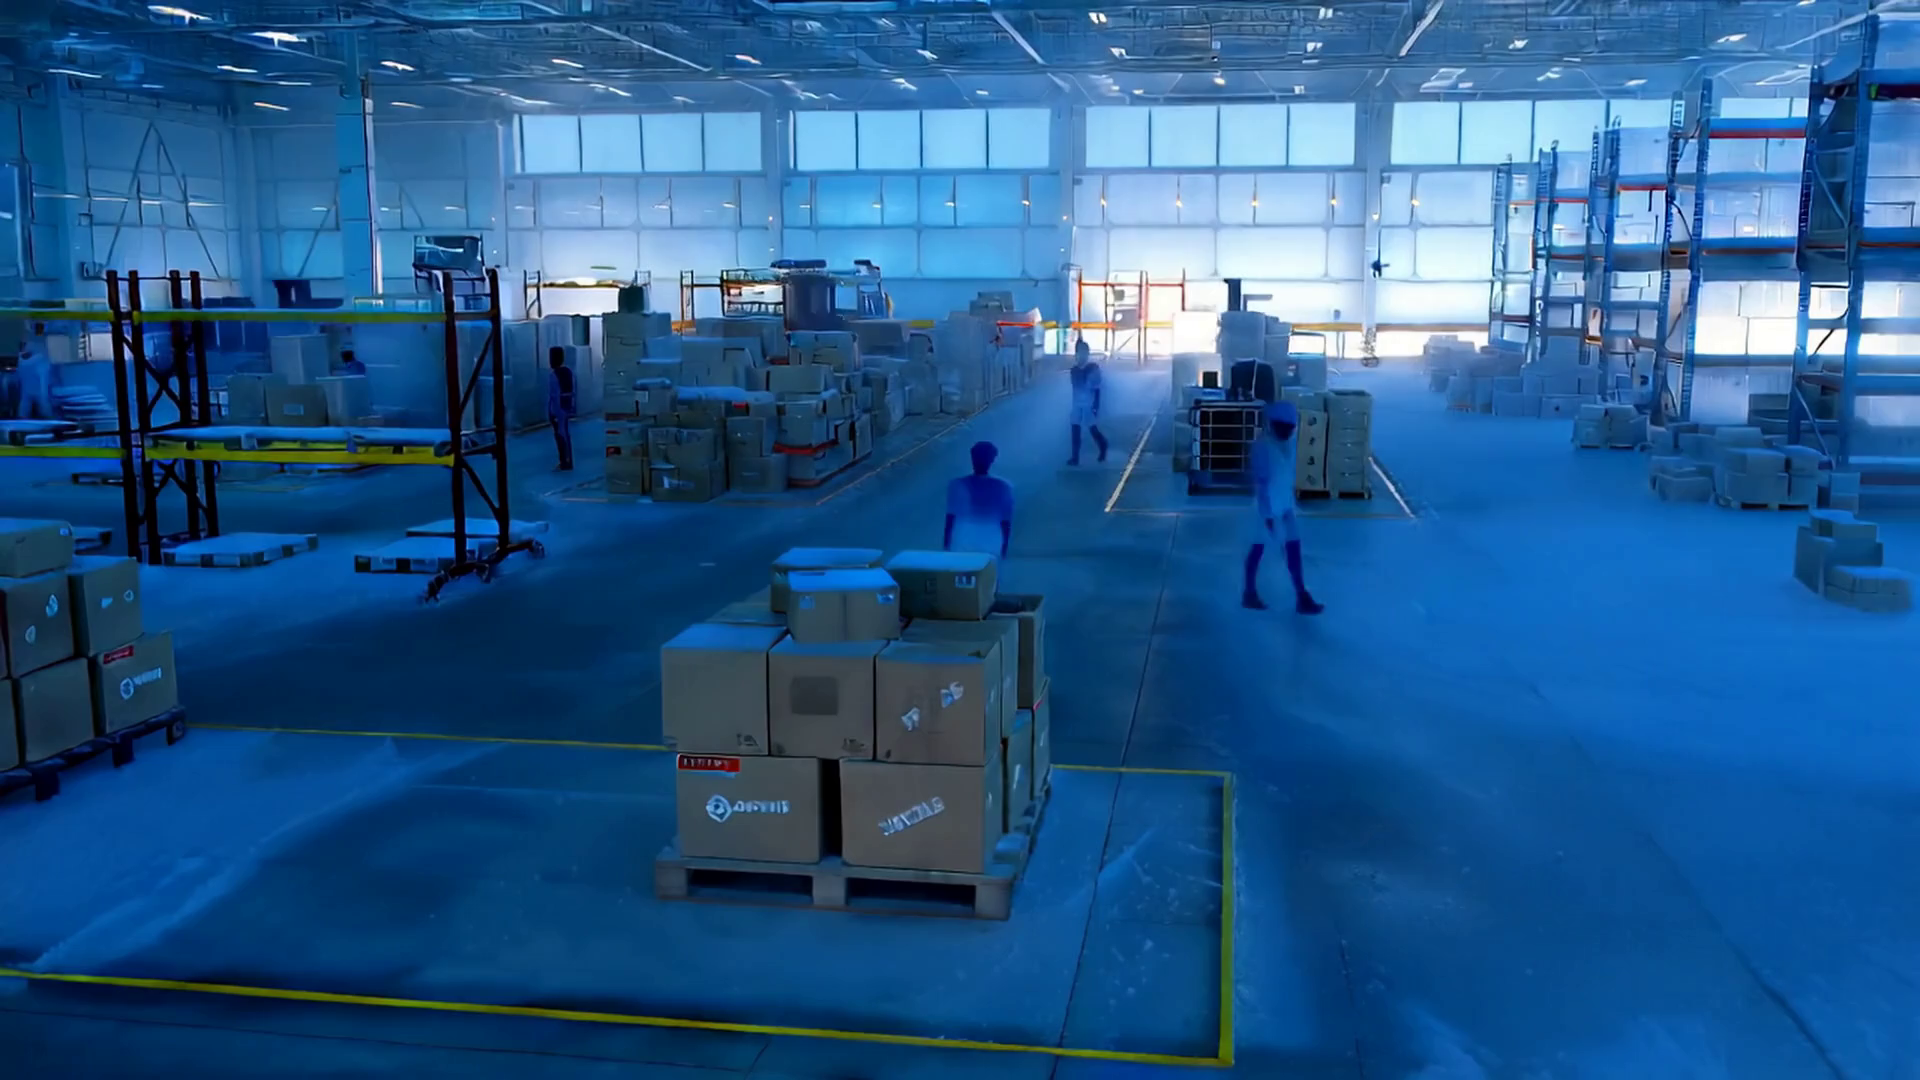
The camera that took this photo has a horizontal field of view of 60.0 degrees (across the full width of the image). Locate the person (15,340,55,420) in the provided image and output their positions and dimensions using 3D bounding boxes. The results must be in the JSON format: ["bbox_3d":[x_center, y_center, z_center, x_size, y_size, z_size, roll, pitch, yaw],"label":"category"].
[{"bbox_3d":[-15.482,-2.394,27.755,0.652,1.881,1.038,2,9,11],"label":"person"}]

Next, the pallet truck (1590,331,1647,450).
[{"bbox_3d":[11.253,-2.573,28.499,0.823,1.965,1.885,5,10,27],"label":"pallet truck"}]

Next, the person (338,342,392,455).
[{"bbox_3d":[-9.648,-2.265,26.982,0.914,1.897,0.559,1,9,8],"label":"person"}]

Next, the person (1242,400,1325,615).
[{"bbox_3d":[2.838,-0.269,14.601,0.557,1.892,0.944,-5,11,-30],"label":"person"}]

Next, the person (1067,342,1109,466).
[{"bbox_3d":[1.999,-2.126,25.957,0.603,1.939,0.841,7,12,39],"label":"person"}]

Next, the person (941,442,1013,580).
[{"bbox_3d":[0.106,0.046,13.383,0.643,1.666,0.415,-3,10,-15],"label":"person"}]

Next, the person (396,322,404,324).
[{"bbox_3d":[-15.265,-5.267,45.453,0.356,1.887,0.572,1,9,6],"label":"person"}]

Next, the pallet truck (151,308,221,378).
[{"bbox_3d":[-21.869,-5.598,47.154,0.823,1.965,1.885,4,10,26],"label":"pallet truck"}]

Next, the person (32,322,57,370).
[{"bbox_3d":[-20.222,-3.879,36.878,0.958,1.892,0.630,-6,11,-33],"label":"person"}]

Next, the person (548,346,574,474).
[{"bbox_3d":[-5.960,-1.936,24.809,0.378,1.917,0.597,1,9,3],"label":"person"}]

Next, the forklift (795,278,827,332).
[{"bbox_3d":[-3.822,-5.321,42.732,1.873,2.768,1.129,-9,13,-43],"label":"forklift"}]

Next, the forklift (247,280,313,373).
[{"bbox_3d":[-14.370,-4.231,36.009,1.873,2.768,1.129,1,9,8],"label":"forklift"}]

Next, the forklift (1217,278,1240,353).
[{"bbox_3d":[7.086,-5.421,43.347,1.873,2.768,1.129,1,9,9],"label":"forklift"}]
